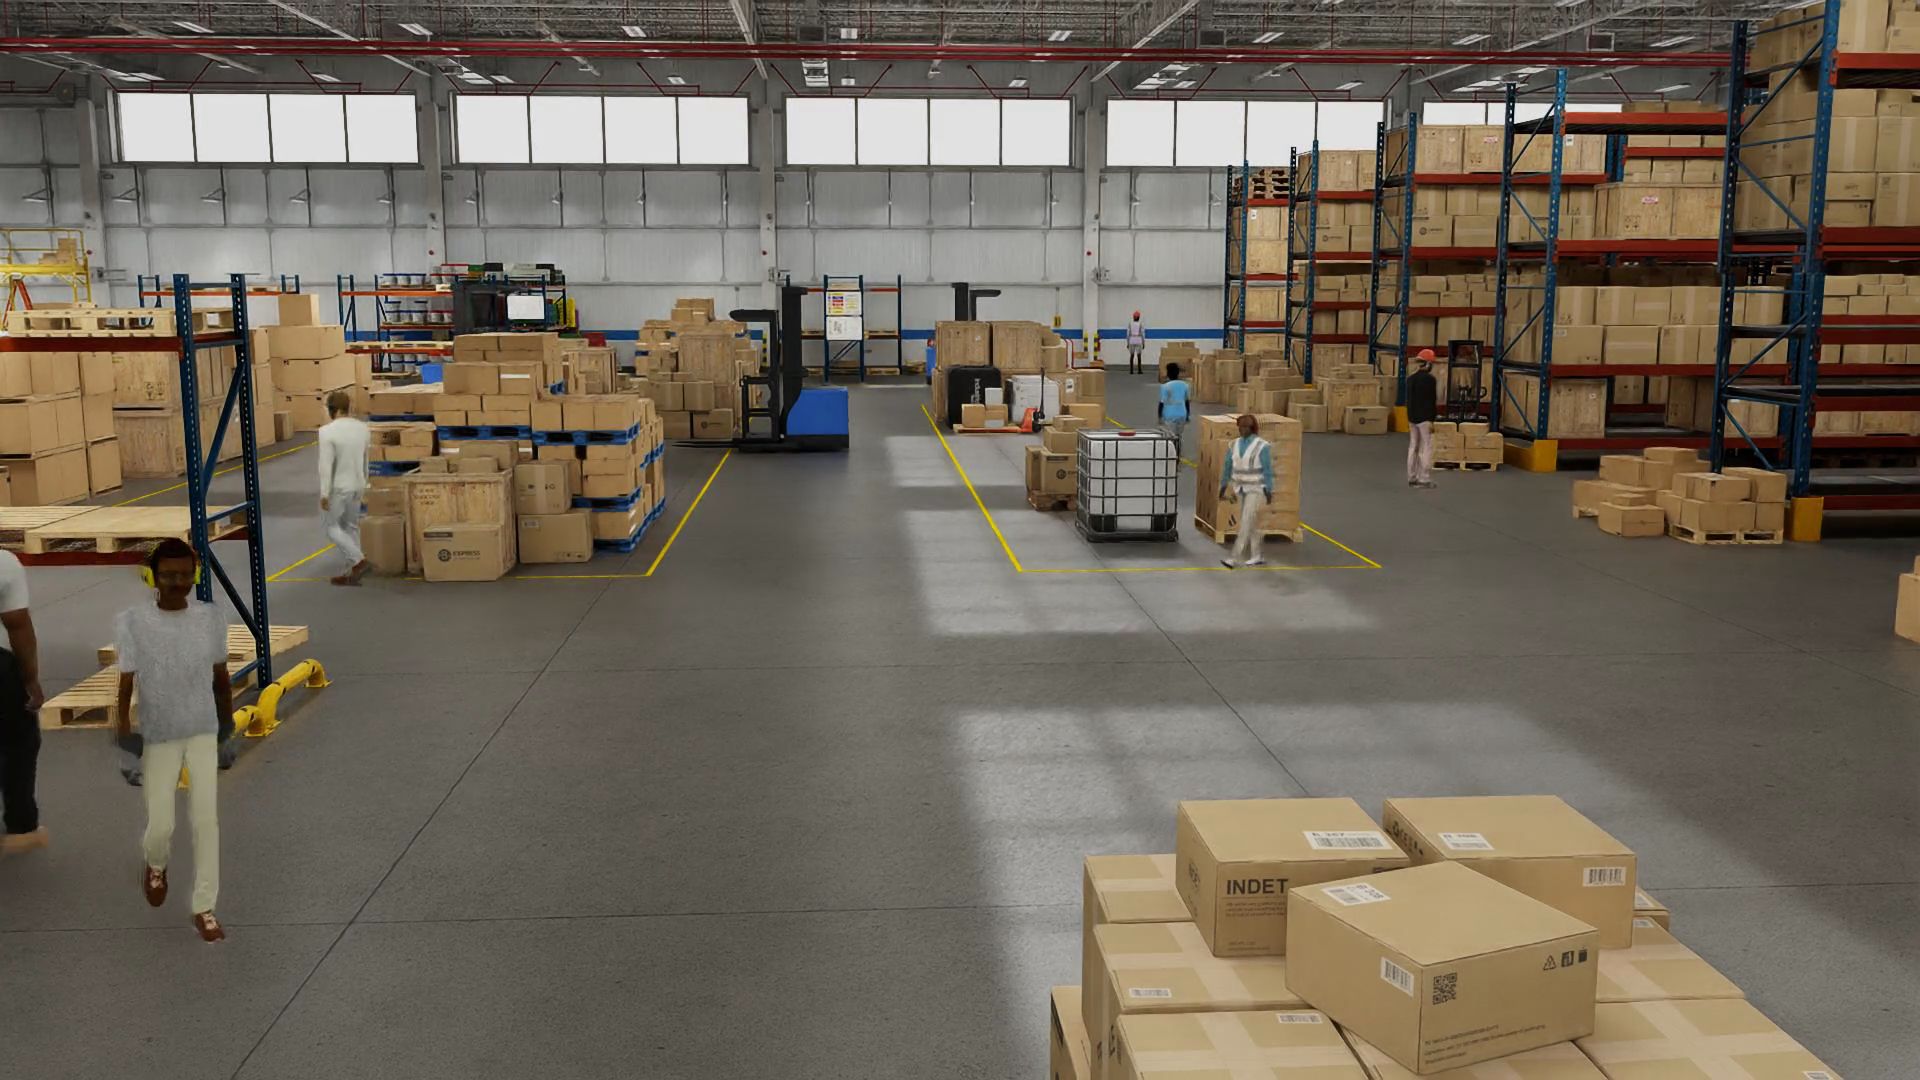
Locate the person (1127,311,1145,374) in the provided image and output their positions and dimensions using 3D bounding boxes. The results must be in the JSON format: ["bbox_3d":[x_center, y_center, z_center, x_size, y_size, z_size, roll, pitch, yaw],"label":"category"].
[{"bbox_3d":[5.388,-6.044,50.933,0.552,1.935,0.374,2,9,15],"label":"person"}]

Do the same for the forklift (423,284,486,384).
[{"bbox_3d":[-10.748,-4.215,36.494,1.873,2.768,1.129,2,9,13],"label":"forklift"}]

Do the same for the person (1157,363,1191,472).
[{"bbox_3d":[3.258,-1.914,25.821,0.548,1.665,0.739,-5,10,-28],"label":"person"}]

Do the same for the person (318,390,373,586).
[{"bbox_3d":[-5.934,-0.485,16.050,0.482,1.923,0.637,4,10,21],"label":"person"}]

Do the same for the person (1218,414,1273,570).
[{"bbox_3d":[2.898,-0.490,17.105,0.854,1.589,0.547,-8,12,-40],"label":"person"}]

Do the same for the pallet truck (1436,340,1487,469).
[{"bbox_3d":[8.004,-2.170,26.422,0.823,1.965,1.885,2,9,14],"label":"pallet truck"}]

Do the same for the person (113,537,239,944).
[{"bbox_3d":[-3.592,0.893,7.626,0.531,1.858,0.610,-7,11,-38],"label":"person"}]

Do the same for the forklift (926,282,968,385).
[{"bbox_3d":[0.025,-5.569,45.001,1.873,2.768,1.129,-1,9,-4],"label":"forklift"}]

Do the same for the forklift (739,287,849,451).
[{"bbox_3d":[-2.857,-2.959,28.607,1.873,2.768,1.129,-1,9,-4],"label":"forklift"}]

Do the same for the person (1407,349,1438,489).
[{"bbox_3d":[6.570,-1.709,23.589,0.404,1.986,0.622,-3,10,-18],"label":"person"}]

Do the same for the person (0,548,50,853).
[{"bbox_3d":[-5.057,0.669,8.459,0.771,2.000,0.779,-1,9,-8],"label":"person"}]
